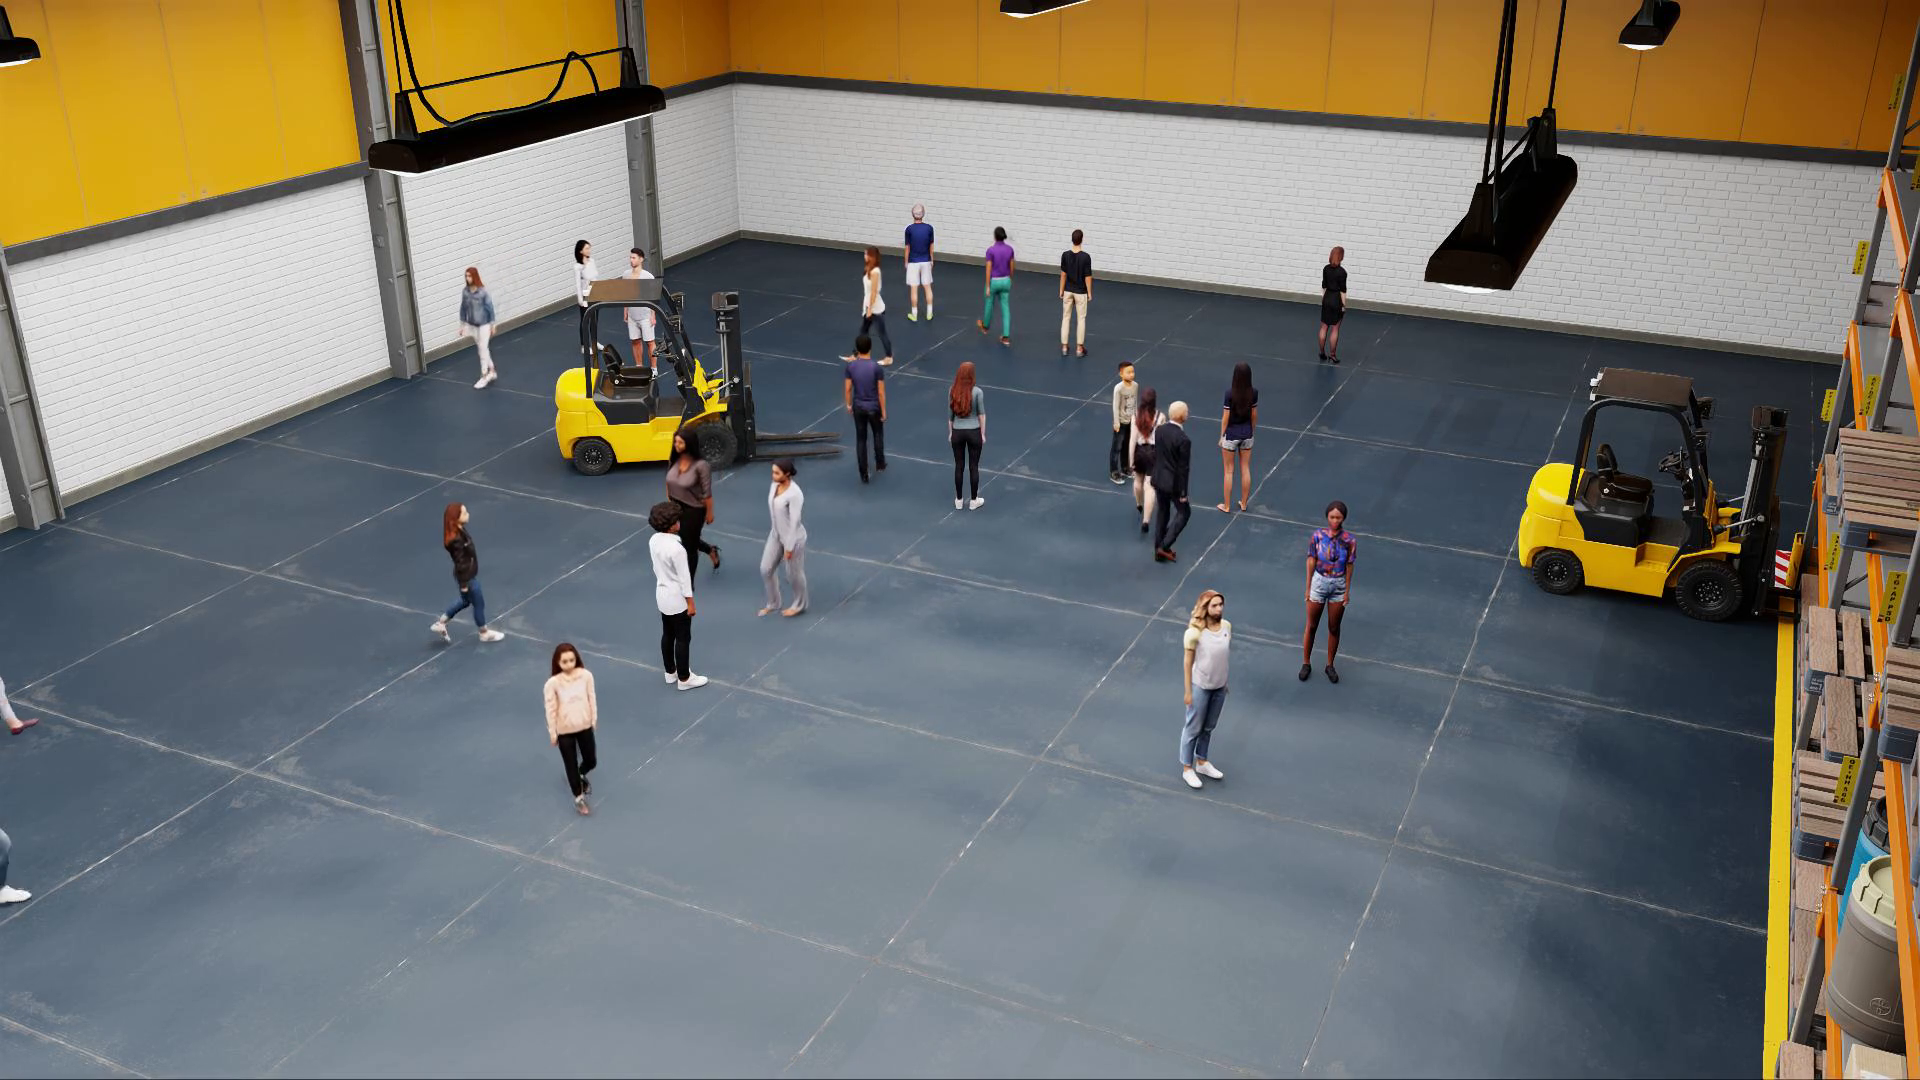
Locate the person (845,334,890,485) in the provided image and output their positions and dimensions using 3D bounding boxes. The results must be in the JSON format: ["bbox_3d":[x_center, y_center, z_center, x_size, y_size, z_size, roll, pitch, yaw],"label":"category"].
[{"bbox_3d":[-1.126,-1.512,19.691,0.825,1.762,0.982,3,24,7],"label":"person"}]

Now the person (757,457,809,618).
[{"bbox_3d":[-1.628,-0.046,16.398,0.864,1.713,0.804,-18,29,-35],"label":"person"}]

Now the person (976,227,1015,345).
[{"bbox_3d":[0.623,-3.784,24.938,1.150,1.723,1.190,-9,25,-20],"label":"person"}]

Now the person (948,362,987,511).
[{"bbox_3d":[0.074,-1.191,18.982,0.630,1.743,0.597,5,24,12],"label":"person"}]

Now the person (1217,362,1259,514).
[{"bbox_3d":[3.154,-1.164,18.892,0.665,1.765,0.702,-5,24,-12],"label":"person"}]

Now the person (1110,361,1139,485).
[{"bbox_3d":[1.959,-1.424,19.861,0.563,1.466,0.685,-20,31,-38],"label":"person"}]

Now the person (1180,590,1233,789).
[{"bbox_3d":[1.997,1.189,13.561,0.652,1.723,0.769,-16,28,-32],"label":"person"}]

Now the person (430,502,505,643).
[{"bbox_3d":[-4.784,0.333,15.843,0.964,1.463,0.906,-8,25,-17],"label":"person"}]

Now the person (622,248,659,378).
[{"bbox_3d":[-4.497,-3.202,23.441,0.674,1.855,0.533,10,26,23],"label":"person"}]

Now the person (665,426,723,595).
[{"bbox_3d":[-2.688,-0.306,16.869,0.733,1.813,1.139,14,27,29],"label":"person"}]

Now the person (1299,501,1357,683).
[{"bbox_3d":[3.361,0.461,15.202,0.642,1.743,0.610,3,24,8],"label":"person"}]

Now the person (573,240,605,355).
[{"bbox_3d":[-5.503,-3.604,24.555,0.662,1.701,0.461,10,26,22],"label":"person"}]

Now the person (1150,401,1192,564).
[{"bbox_3d":[2.149,-0.575,17.521,0.821,1.783,0.800,-19,30,-37],"label":"person"}]

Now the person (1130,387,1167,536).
[{"bbox_3d":[2.067,-0.842,18.358,0.769,1.603,1.133,2,24,5],"label":"person"}]

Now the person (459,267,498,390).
[{"bbox_3d":[-6.637,-2.993,23.188,0.633,1.674,0.874,10,26,22],"label":"person"}]

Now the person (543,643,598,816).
[{"bbox_3d":[-3.090,1.472,13.224,0.741,1.475,0.796,-13,27,-27],"label":"person"}]

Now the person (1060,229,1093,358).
[{"bbox_3d":[1.699,-3.632,24.431,0.642,1.851,0.553,9,25,21],"label":"person"}]

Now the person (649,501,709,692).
[{"bbox_3d":[-2.588,0.492,15.048,0.709,1.810,0.712,-20,31,-38],"label":"person"}]

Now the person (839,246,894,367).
[{"bbox_3d":[-1.140,-3.325,23.848,1.088,1.755,1.029,-8,25,-18],"label":"person"}]

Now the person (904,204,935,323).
[{"bbox_3d":[-0.639,-4.367,26.127,0.712,1.838,0.756,-6,24,-14],"label":"person"}]

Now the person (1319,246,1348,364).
[{"bbox_3d":[5.409,-3.418,24.121,0.650,1.707,0.655,-17,29,-33],"label":"person"}]
